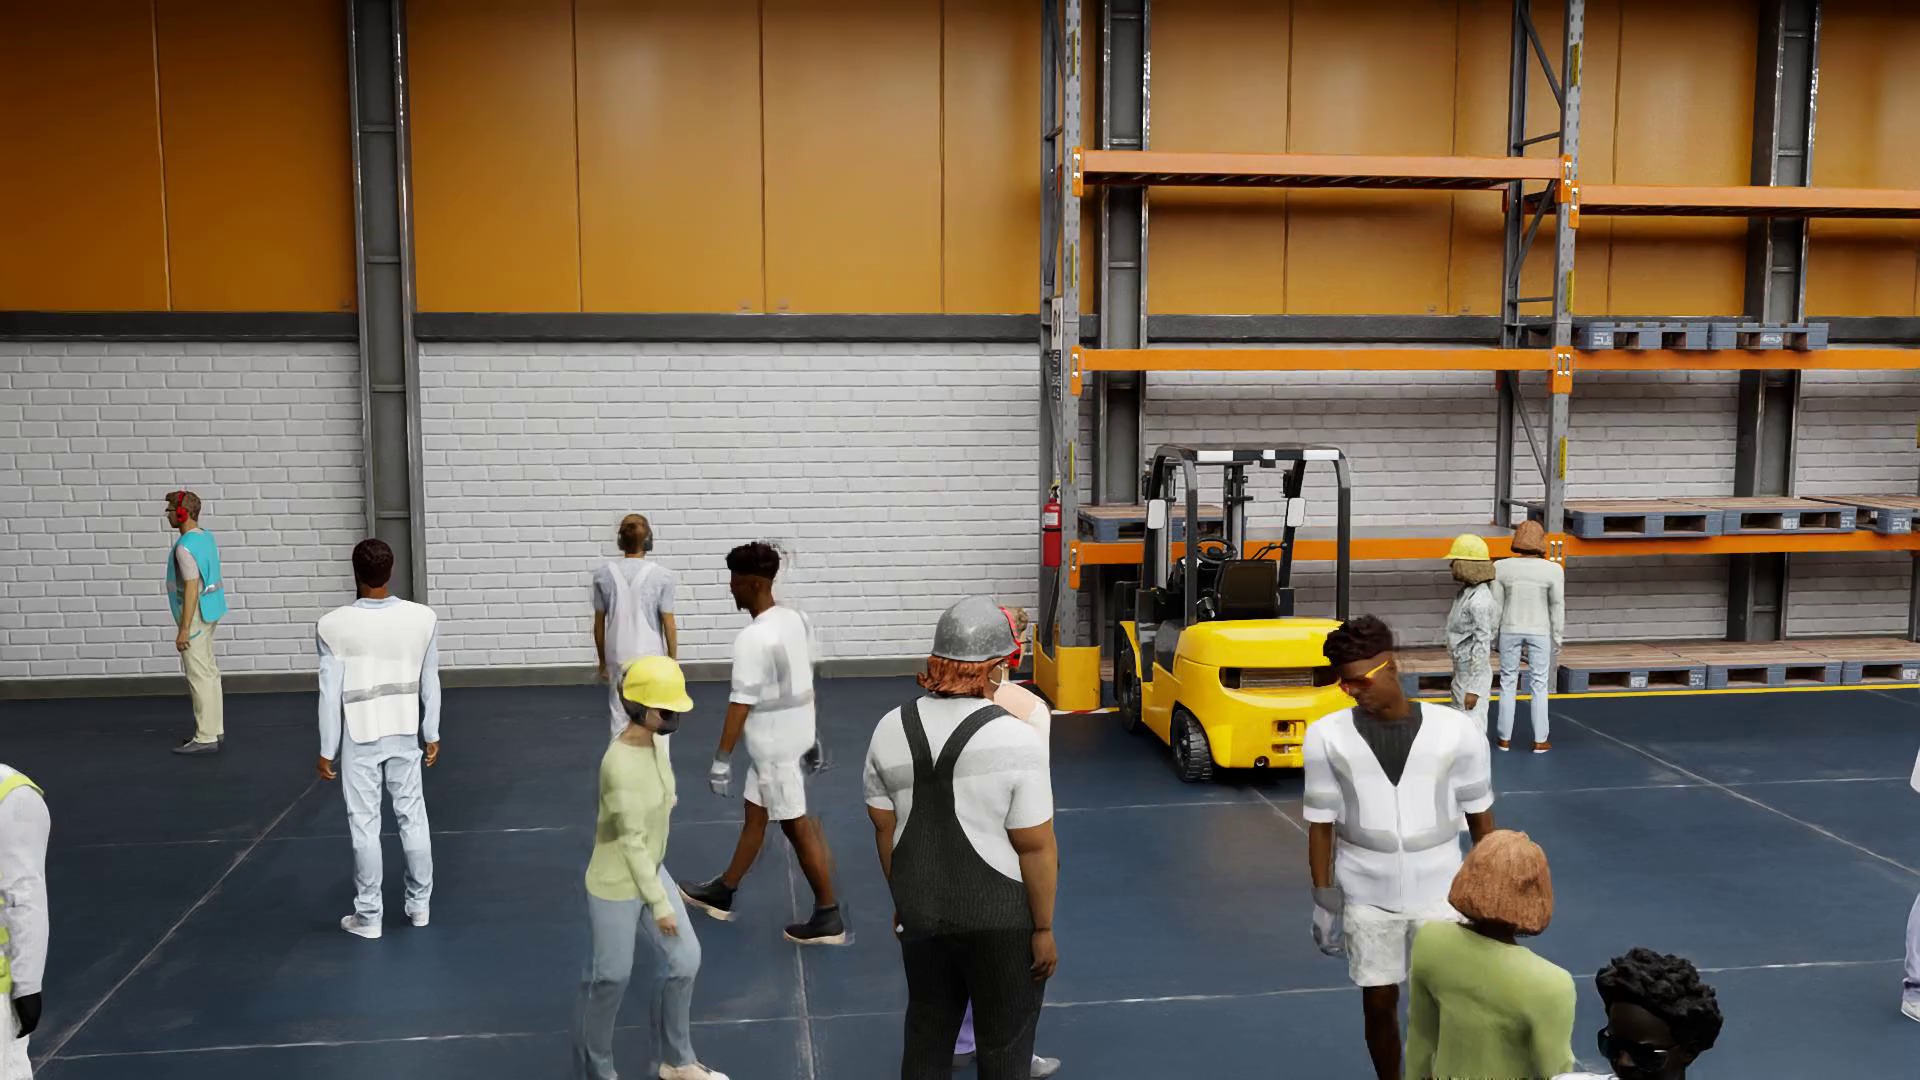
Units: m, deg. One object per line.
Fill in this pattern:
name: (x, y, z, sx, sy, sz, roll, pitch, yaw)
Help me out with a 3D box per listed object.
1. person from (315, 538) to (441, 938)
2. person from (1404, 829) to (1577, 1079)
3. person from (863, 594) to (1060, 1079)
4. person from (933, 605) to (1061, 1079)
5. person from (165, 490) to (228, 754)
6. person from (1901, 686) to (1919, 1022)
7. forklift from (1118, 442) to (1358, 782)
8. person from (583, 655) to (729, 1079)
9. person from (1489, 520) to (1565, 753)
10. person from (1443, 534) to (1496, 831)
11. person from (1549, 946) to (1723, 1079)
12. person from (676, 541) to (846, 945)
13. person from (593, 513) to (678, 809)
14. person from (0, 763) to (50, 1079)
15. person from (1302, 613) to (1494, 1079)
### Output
person: (-2.793, 0.951, 8.027, 0.600, 1.917, 0.377, -6, 9, -41)
person: (1.297, 1.536, 4.237, 0.606, 1.614, 0.504, -4, 8, -31)
person: (0.062, 1.184, 5.457, 0.674, 2.000, 0.535, 4, 8, 34)
person: (0.118, 1.171, 6.410, 0.572, 1.843, 0.373, 6, 9, 40)
person: (-5.349, 0.571, 11.667, 0.373, 1.843, 0.570, -1, 7, -11)
person: (4.194, 1.082, 6.924, 0.590, 1.912, 0.386, -3, 7, -27)
forklift: (1.912, 0.418, 11.496, 1.214, 2.155, 2.313, -1, 7, -8)
person: (-1.130, 1.264, 6.070, 0.655, 1.731, 0.540, 1, 7, 10)
person: (3.967, 0.675, 11.673, 0.508, 1.632, 0.270, 3, 7, 22)
person: (2.981, 0.834, 9.810, 0.295, 1.743, 0.493, 1, 7, 7)
person: (1.310, 1.612, 3.202, 0.535, 1.697, 0.318, 6, 9, 45)
person: (-0.975, 0.963, 7.939, 0.998, 1.909, 0.631, 2, 7, 14)
person: (-1.973, 0.755, 10.123, 0.540, 1.839, 0.376, 0, 7, 3)
person: (-3.069, 1.339, 5.033, 0.636, 1.830, 0.429, 1, 7, 5)
person: (1.529, 1.210, 5.763, 0.708, 1.920, 0.373, 1, 7, 11)
